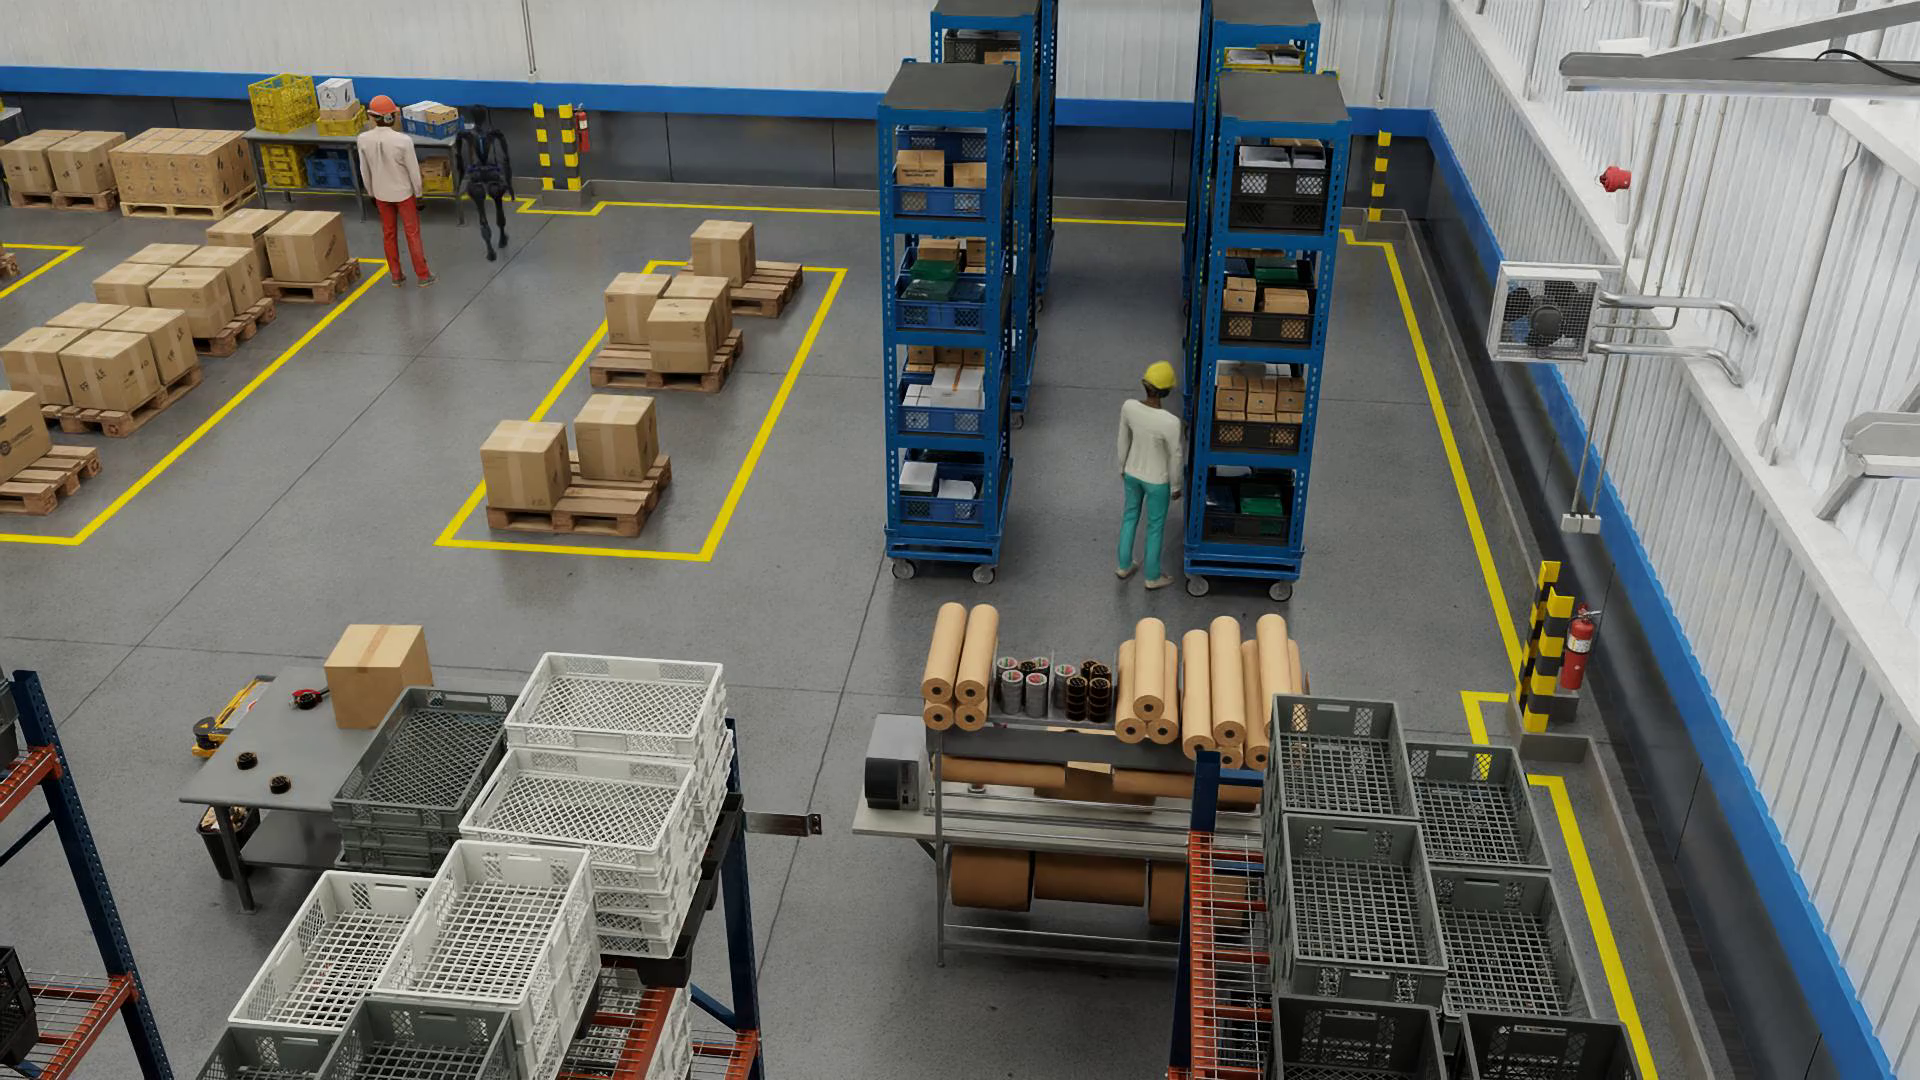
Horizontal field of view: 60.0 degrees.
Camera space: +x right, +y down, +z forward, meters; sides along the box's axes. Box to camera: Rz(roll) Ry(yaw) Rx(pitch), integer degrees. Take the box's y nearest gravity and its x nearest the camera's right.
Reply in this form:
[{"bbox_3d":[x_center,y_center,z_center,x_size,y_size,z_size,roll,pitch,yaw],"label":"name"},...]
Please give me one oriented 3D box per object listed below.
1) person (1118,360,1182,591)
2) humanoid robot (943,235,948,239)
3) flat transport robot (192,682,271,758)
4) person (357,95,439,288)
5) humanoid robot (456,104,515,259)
[{"bbox_3d":[1.376,-0.473,11.996,0.532,1.766,0.324,25,39,36],"label":"person"},{"bbox_3d":[0.095,-2.923,16.293,0.595,1.640,0.493,-16,34,-26],"label":"humanoid robot"},{"bbox_3d":[-4.089,1.163,10.648,1.431,0.197,0.652,3,30,6],"label":"flat transport robot"},{"bbox_3d":[-5.797,-3.562,17.080,0.610,1.991,0.388,4,30,7],"label":"person"},{"bbox_3d":[-5.141,-3.897,18.005,0.572,1.648,0.672,-9,31,-15],"label":"humanoid robot"}]
